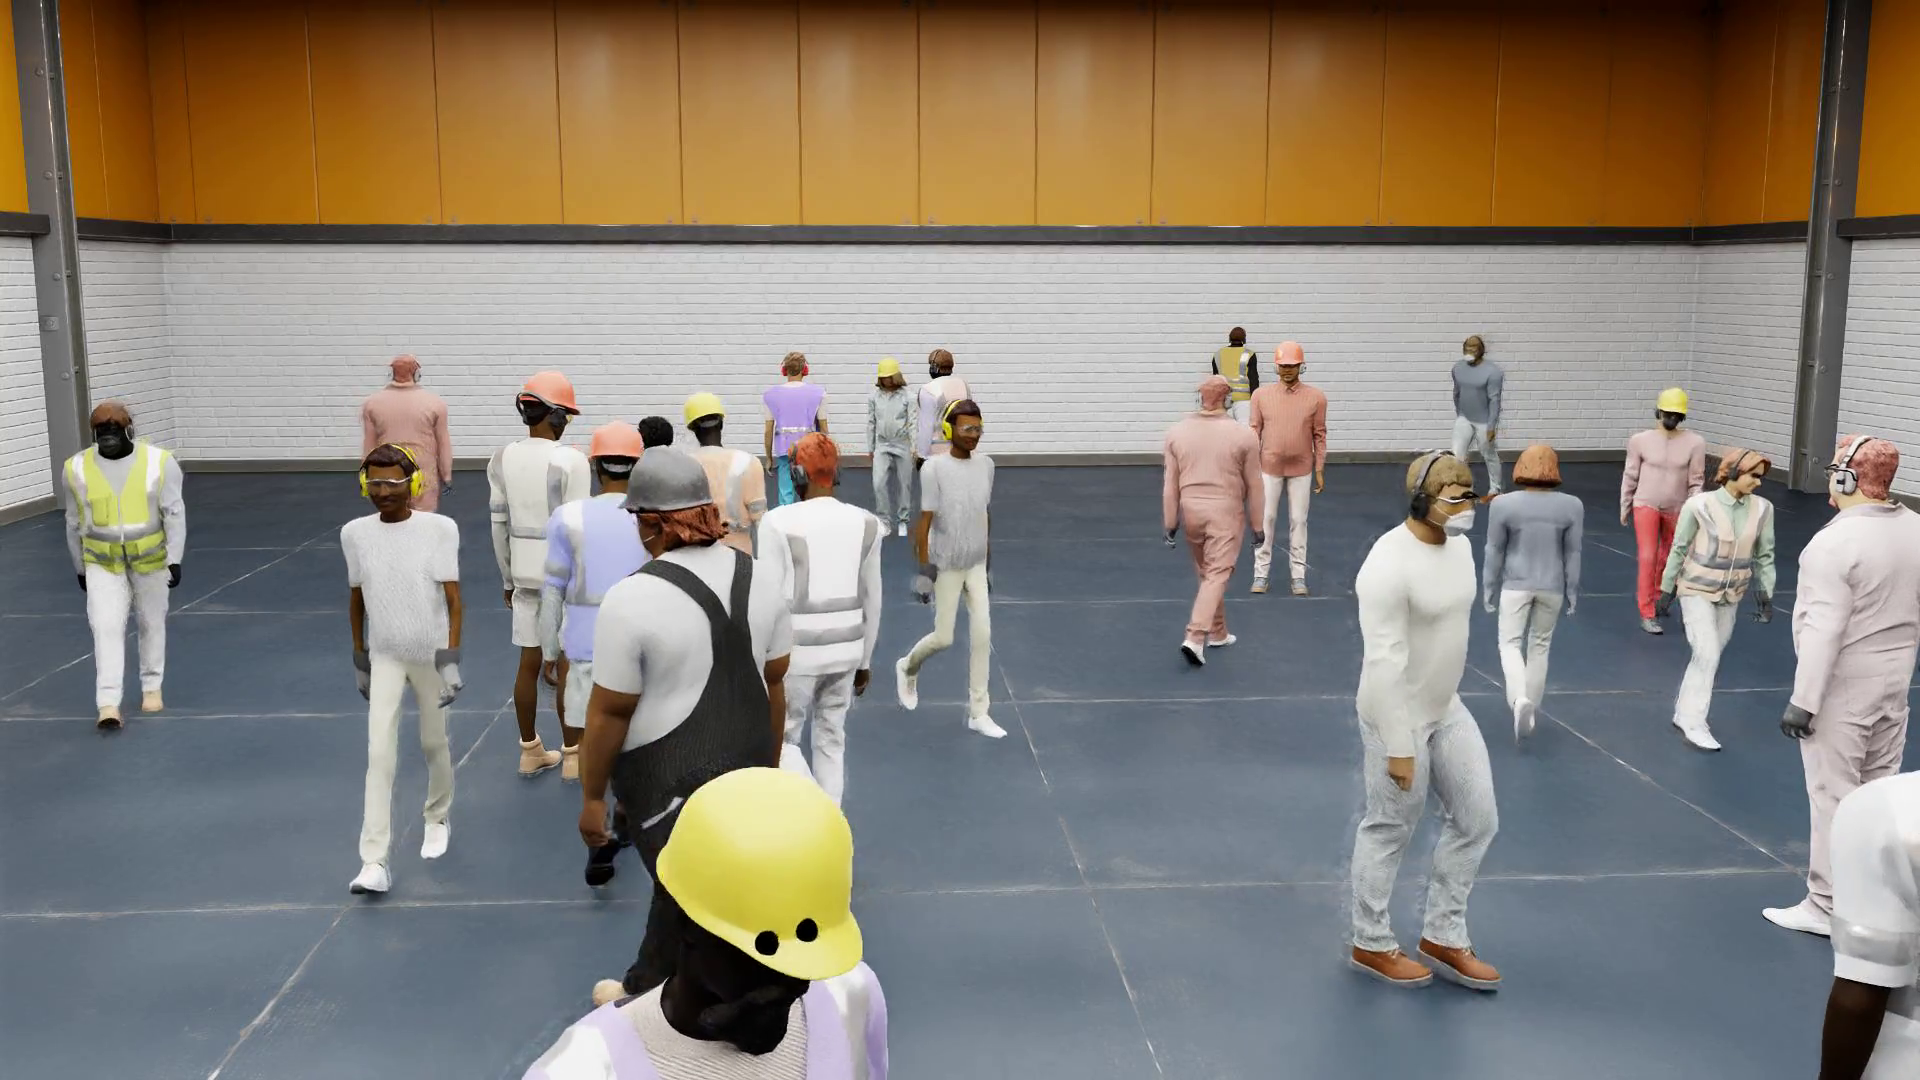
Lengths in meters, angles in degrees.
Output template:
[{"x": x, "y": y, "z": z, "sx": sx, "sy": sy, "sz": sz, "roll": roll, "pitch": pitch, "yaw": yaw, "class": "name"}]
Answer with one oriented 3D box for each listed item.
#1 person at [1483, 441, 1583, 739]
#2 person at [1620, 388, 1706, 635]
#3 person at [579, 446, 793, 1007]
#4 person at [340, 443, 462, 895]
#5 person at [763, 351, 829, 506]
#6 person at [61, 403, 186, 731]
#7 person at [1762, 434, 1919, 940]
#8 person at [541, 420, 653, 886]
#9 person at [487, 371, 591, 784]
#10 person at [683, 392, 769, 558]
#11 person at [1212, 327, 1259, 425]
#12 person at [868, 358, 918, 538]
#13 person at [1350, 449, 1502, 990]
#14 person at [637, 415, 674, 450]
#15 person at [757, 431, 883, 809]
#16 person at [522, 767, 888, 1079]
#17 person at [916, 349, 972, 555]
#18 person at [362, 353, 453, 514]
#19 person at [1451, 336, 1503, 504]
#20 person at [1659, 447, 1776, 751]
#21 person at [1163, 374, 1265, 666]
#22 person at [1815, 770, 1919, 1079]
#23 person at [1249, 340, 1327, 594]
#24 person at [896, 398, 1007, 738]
[{"x": 3.085, "y": 0.278, "z": 8.956, "sx": 0.503, "sy": 1.615, "sz": 0.638, "roll": 1, "pitch": 9, "yaw": 9, "class": "person"}, {"x": 4.982, "y": -0.239, "z": 11.842, "sx": 0.525, "sy": 1.725, "sz": 0.817, "roll": 2, "pitch": 9, "yaw": 15, "class": "person"}, {"x": -0.832, "y": 0.666, "z": 5.177, "sx": 1.061, "sy": 2.000, "sz": 0.685, "roll": 7, "pitch": 11, "yaw": 37, "class": "person"}, {"x": -2.292, "y": 0.513, "z": 6.851, "sx": 0.503, "sy": 1.819, "sz": 0.947, "roll": -1, "pitch": 9, "yaw": -7, "class": "person"}, {"x": -1.416, "y": -0.709, "z": 14.429, "sx": 0.563, "sy": 1.843, "sz": 0.392, "roll": 0, "pitch": 9, "yaw": 1, "class": "person"}, {"x": -4.623, "y": 0.146, "z": 9.229, "sx": 0.622, "sy": 1.791, "sz": 0.955, "roll": -4, "pitch": 10, "yaw": -21, "class": "person"}, {"x": 3.356, "y": 0.553, "z": 6.304, "sx": 0.637, "sy": 1.911, "sz": 0.403, "roll": -5, "pitch": 10, "yaw": -27, "class": "person"}, {"x": -1.447, "y": 0.462, "z": 6.938, "sx": 0.596, "sy": 1.896, "sz": 0.897, "roll": -2, "pitch": 9, "yaw": -14, "class": "person"}, {"x": -2.015, "y": 0.186, "z": 8.218, "sx": 0.605, "sy": 2.034, "sz": 0.388, "roll": 4, "pitch": 10, "yaw": 25, "class": "person"}, {"x": -1.335, "y": 0.140, "z": 9.011, "sx": 0.638, "sy": 1.872, "sz": 0.877, "roll": 3, "pitch": 9, "yaw": 16, "class": "person"}, {"x": 3.551, "y": -1.809, "z": 21.343, "sx": 0.636, "sy": 1.841, "sz": 0.429, "roll": 7, "pitch": 11, "yaw": 36, "class": "person"}, {"x": -0.634, "y": -0.863, "z": 15.765, "sx": 0.514, "sy": 1.706, "sz": 0.622, "roll": 1, "pitch": 9, "yaw": 9, "class": "person"}, {"x": 1.639, "y": 0.646, "z": 5.698, "sx": 0.675, "sy": 1.913, "sz": 0.646, "roll": 9, "pitch": 13, "yaw": 44, "class": "person"}, {"x": -1.714, "y": 0.109, "z": 9.819, "sx": 0.474, "sy": 1.680, "sz": 0.533, "roll": 8, "pitch": 12, "yaw": 42, "class": "person"}, {"x": -0.561, "y": 0.500, "z": 6.770, "sx": 0.626, "sy": 1.865, "sz": 0.533, "roll": -6, "pitch": 11, "yaw": -34, "class": "person"}, {"x": -0.311, "y": 1.209, "z": 2.234, "sx": 0.713, "sy": 1.891, "sz": 0.481, "roll": -9, "pitch": 13, "yaw": -44, "class": "person"}, {"x": -0.174, "y": -0.789, "z": 14.938, "sx": 0.429, "sy": 1.842, "sz": 0.635, "roll": 8, "pitch": 12, "yaw": 40, "class": "person"}, {"x": -4.297, "y": -0.509, "z": 13.024, "sx": 0.642, "sy": 1.895, "sz": 0.423, "roll": -1, "pitch": 9, "yaw": -3, "class": "person"}, {"x": 5.547, "y": -1.270, "z": 17.923, "sx": 1.057, "sy": 1.855, "sz": 0.658, "roll": -7, "pitch": 12, "yaw": -39, "class": "person"}, {"x": 3.998, "y": 0.306, "z": 8.783, "sx": 0.531, "sy": 1.602, "sz": 0.668, "roll": -2, "pitch": 9, "yaw": -11, "class": "person"}, {"x": 1.639, "y": -0.142, "z": 10.813, "sx": 0.648, "sy": 1.868, "sz": 0.983, "roll": 6, "pitch": 11, "yaw": 34, "class": "person"}, {"x": 1.867, "y": 1.032, "z": 3.113, "sx": 0.613, "sy": 1.962, "sz": 0.363, "roll": -1, "pitch": 9, "yaw": -5, "class": "person"}, {"x": 2.558, "y": -0.562, "z": 13.032, "sx": 0.613, "sy": 1.994, "sz": 0.395, "roll": 2, "pitch": 9, "yaw": 10, "class": "person"}, {"x": -0.043, "y": 0.134, "z": 9.153, "sx": 0.518, "sy": 1.849, "sz": 0.763, "roll": -7, "pitch": 11, "yaw": -37, "class": "person"}]
